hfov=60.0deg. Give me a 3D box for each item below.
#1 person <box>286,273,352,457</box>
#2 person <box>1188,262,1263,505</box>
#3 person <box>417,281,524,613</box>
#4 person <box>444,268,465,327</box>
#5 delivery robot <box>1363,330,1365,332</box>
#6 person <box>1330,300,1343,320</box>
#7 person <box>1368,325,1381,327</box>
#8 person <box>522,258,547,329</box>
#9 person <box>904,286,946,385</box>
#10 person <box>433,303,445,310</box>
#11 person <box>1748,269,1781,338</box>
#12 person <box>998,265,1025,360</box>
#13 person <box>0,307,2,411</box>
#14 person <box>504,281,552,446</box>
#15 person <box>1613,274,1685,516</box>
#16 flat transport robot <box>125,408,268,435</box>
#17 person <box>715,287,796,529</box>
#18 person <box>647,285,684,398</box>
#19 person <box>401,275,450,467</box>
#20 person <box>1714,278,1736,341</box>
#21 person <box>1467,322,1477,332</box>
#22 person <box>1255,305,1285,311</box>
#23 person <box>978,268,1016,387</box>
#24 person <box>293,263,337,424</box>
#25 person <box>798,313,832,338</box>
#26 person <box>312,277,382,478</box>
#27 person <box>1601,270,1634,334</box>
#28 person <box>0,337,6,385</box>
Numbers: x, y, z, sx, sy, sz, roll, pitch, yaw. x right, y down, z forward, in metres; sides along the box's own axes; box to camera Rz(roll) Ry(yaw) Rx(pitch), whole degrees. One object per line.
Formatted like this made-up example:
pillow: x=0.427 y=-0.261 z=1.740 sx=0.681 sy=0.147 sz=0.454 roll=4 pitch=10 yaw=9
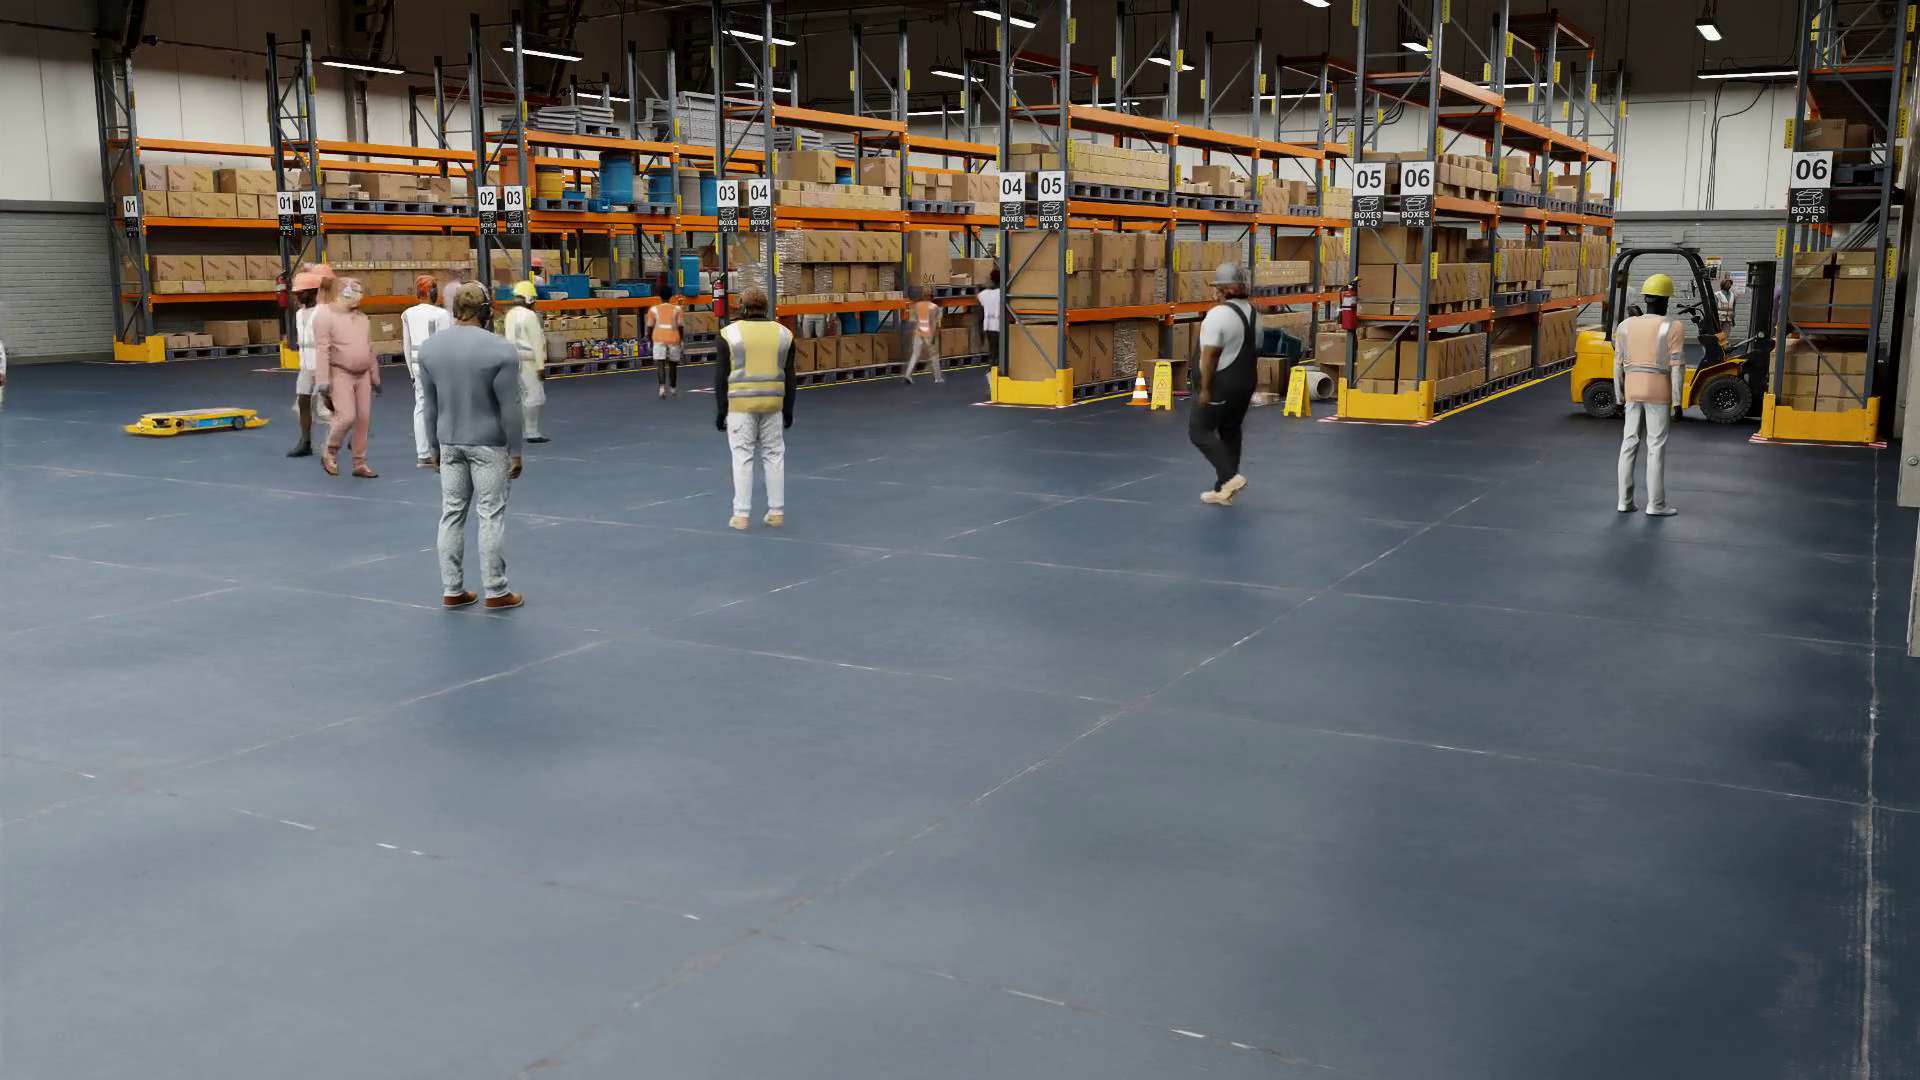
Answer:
person: x=-6.672 y=-1.834 z=17.382 sx=0.556 sy=1.911 sz=0.858 roll=5 pitch=11 yaw=28
person: x=2.182 y=-1.289 z=13.787 sx=0.538 sy=2.000 sz=0.705 roll=9 pitch=13 yaw=44
person: x=-2.828 y=-0.534 z=9.695 sx=0.627 sy=1.933 sz=0.359 roll=2 pitch=10 yaw=12
person: x=-8.979 y=-3.950 z=29.933 sx=1.010 sy=1.852 sz=0.660 roll=-7 pitch=12 yaw=-35
delivery robot: x=9.334 y=-4.632 z=37.431 sx=0.707 sy=0.478 sz=0.477 roll=-1 pitch=10 yaw=-8
person: x=9.184 y=-5.755 z=40.364 sx=0.555 sy=1.906 sz=0.917 roll=6 pitch=11 yaw=30
person: x=8.718 y=-4.833 z=35.011 sx=0.541 sy=1.893 sz=1.015 roll=5 pitch=11 yaw=26
person: x=-8.353 y=-4.537 z=32.810 sx=0.615 sy=2.037 sz=0.390 roll=8 pitch=12 yaw=38
person: x=-0.590 y=-3.310 z=26.934 sx=0.509 sy=1.598 sz=0.863 roll=7 pitch=12 yaw=35
person: x=-11.677 y=-5.164 z=36.795 sx=0.631 sy=1.923 sz=0.941 roll=8 pitch=12 yaw=38
person: x=13.977 y=-3.797 z=28.834 sx=0.588 sy=1.918 sz=0.397 roll=5 pitch=11 yaw=28
person: x=0.817 y=-3.583 z=27.542 sx=0.613 sy=1.944 sz=1.046 roll=4 pitch=10 yaw=21
person: x=-12.998 y=-2.609 z=22.136 sx=0.645 sy=1.828 sz=0.531 roll=2 pitch=10 yaw=10
person: x=-4.758 y=-1.903 z=18.056 sx=0.560 sy=1.807 sz=0.602 roll=-7 pitch=12 yaw=-37
person: x=5.523 y=-1.154 z=13.328 sx=0.369 sy=1.928 sz=0.586 roll=-8 pitch=12 yaw=-37
flat transport robot: x=-9.041 y=-1.420 z=19.727 sx=0.652 sy=0.197 sz=1.431 roll=6 pitch=11 yaw=30
person: x=-1.563 y=-1.001 z=12.698 sx=0.632 sy=1.842 sz=0.429 roll=-5 pitch=11 yaw=-26
person: x=-4.330 y=-2.925 z=24.497 sx=0.539 sy=1.658 sz=0.875 roll=-2 pitch=10 yaw=-10
person: x=-5.171 y=-1.639 z=16.294 sx=0.576 sy=1.884 sz=0.355 roll=4 pitch=11 yaw=23
person: x=14.910 y=-4.286 z=32.499 sx=0.514 sy=1.642 sz=0.310 roll=-2 pitch=10 yaw=-11
person: x=10.930 y=-4.894 z=35.396 sx=0.555 sy=1.872 sz=1.037 roll=6 pitch=11 yaw=31
person: x=6.859 y=-5.103 z=36.634 sx=0.657 sy=1.861 sz=0.976 roll=6 pitch=12 yaw=32
person: x=0.547 y=-3.157 z=25.127 sx=0.612 sy=1.903 sz=0.631 roll=5 pitch=11 yaw=28
person: x=-7.873 y=-2.402 z=20.455 sx=0.502 sy=1.983 sz=0.654 roll=1 pitch=10 yaw=6
person: x=-2.576 y=-3.923 z=29.535 sx=0.631 sy=1.933 sz=0.364 roll=0 pitch=10 yaw=0
person: x=-5.696 y=-1.503 z=15.535 sx=0.435 sy=1.883 sz=0.669 roll=5 pitch=11 yaw=26
person: x=11.603 y=-3.836 z=29.327 sx=0.548 sy=1.832 sz=0.813 roll=5 pitch=11 yaw=25
person: x=-10.519 y=-1.835 z=17.705 sx=0.605 sy=1.804 sz=0.852 roll=-1 pitch=10 yaw=-9
